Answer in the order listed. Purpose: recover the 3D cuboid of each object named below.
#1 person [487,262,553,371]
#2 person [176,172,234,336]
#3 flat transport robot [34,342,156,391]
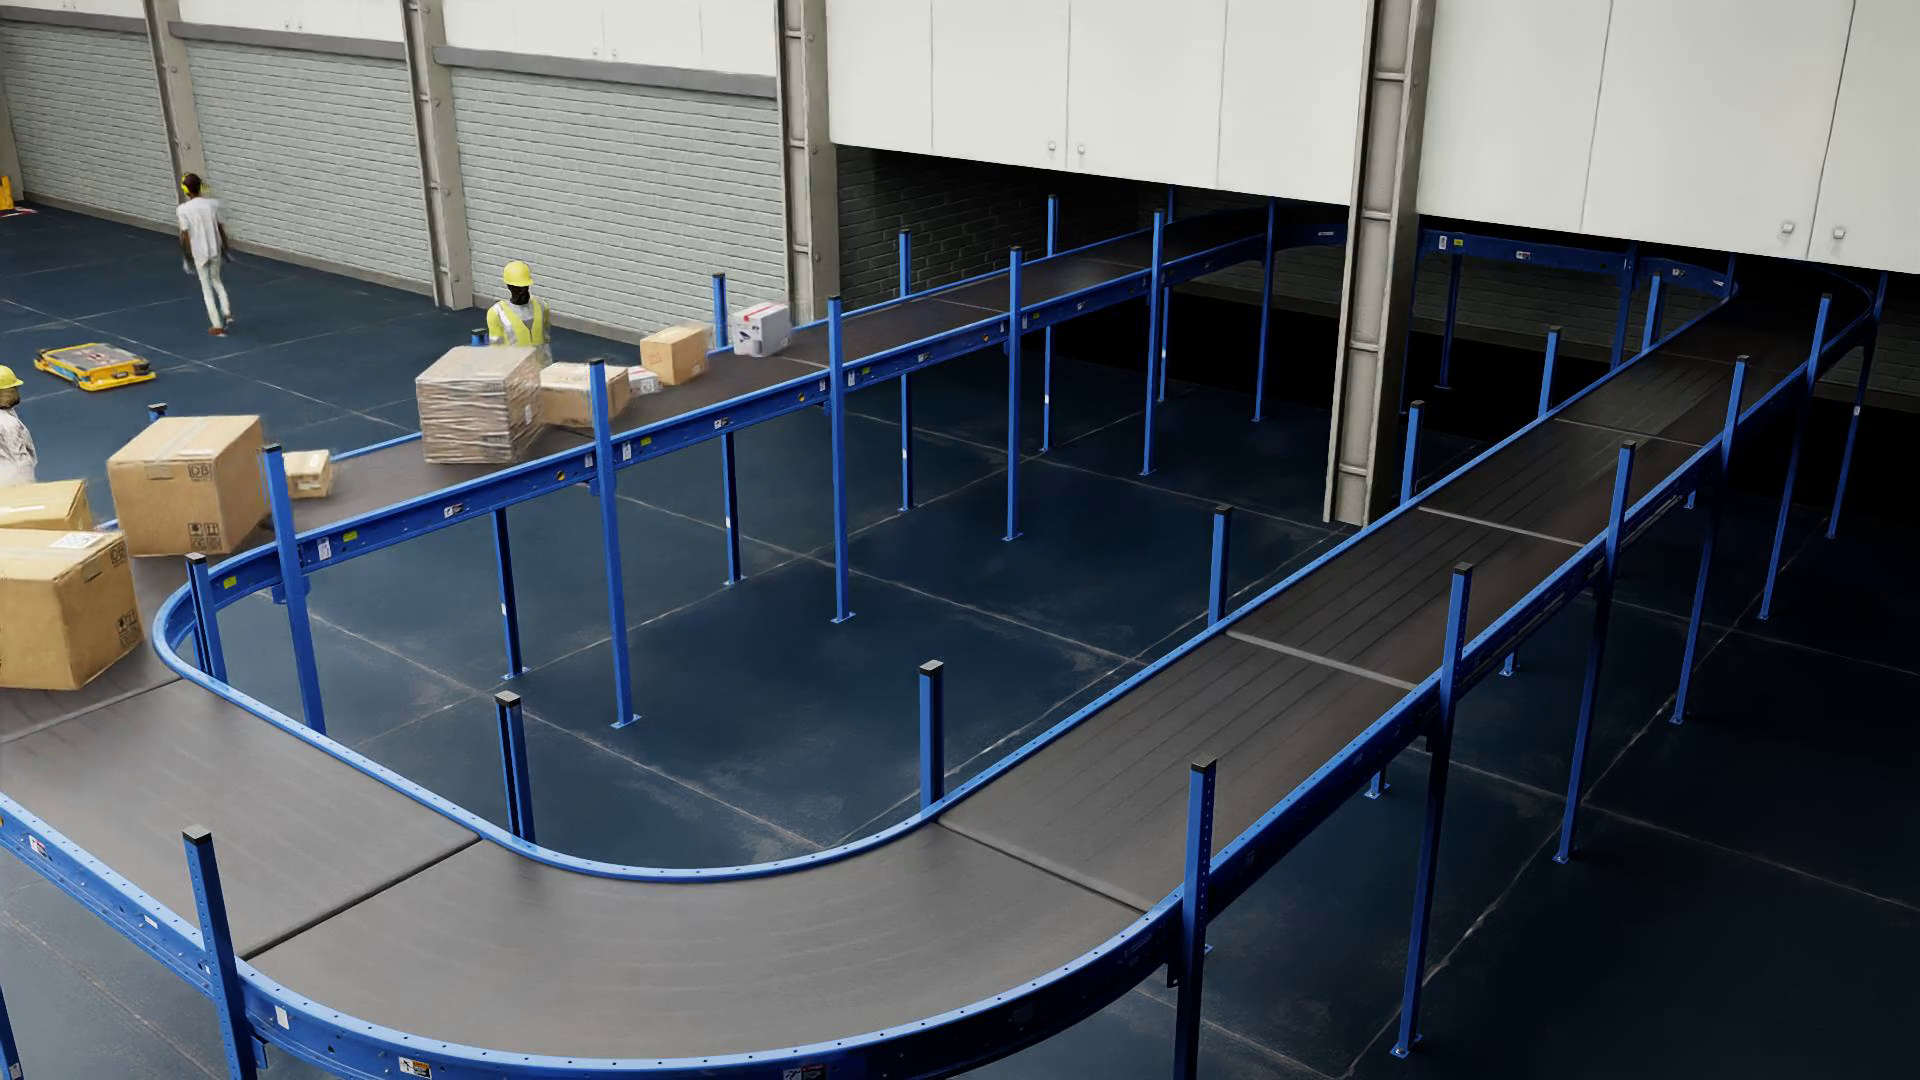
[{"bbox_3d":[-3.695,-1.419,14.166,0.367,1.927,0.587,18,28,38],"label":"person"},{"bbox_3d":[-8.575,-3.242,18.896,0.412,1.853,0.561,18,28,38],"label":"person"},{"bbox_3d":[-9.104,-1.843,17.470,1.431,0.197,0.652,18,28,38],"label":"flat transport robot"}]
